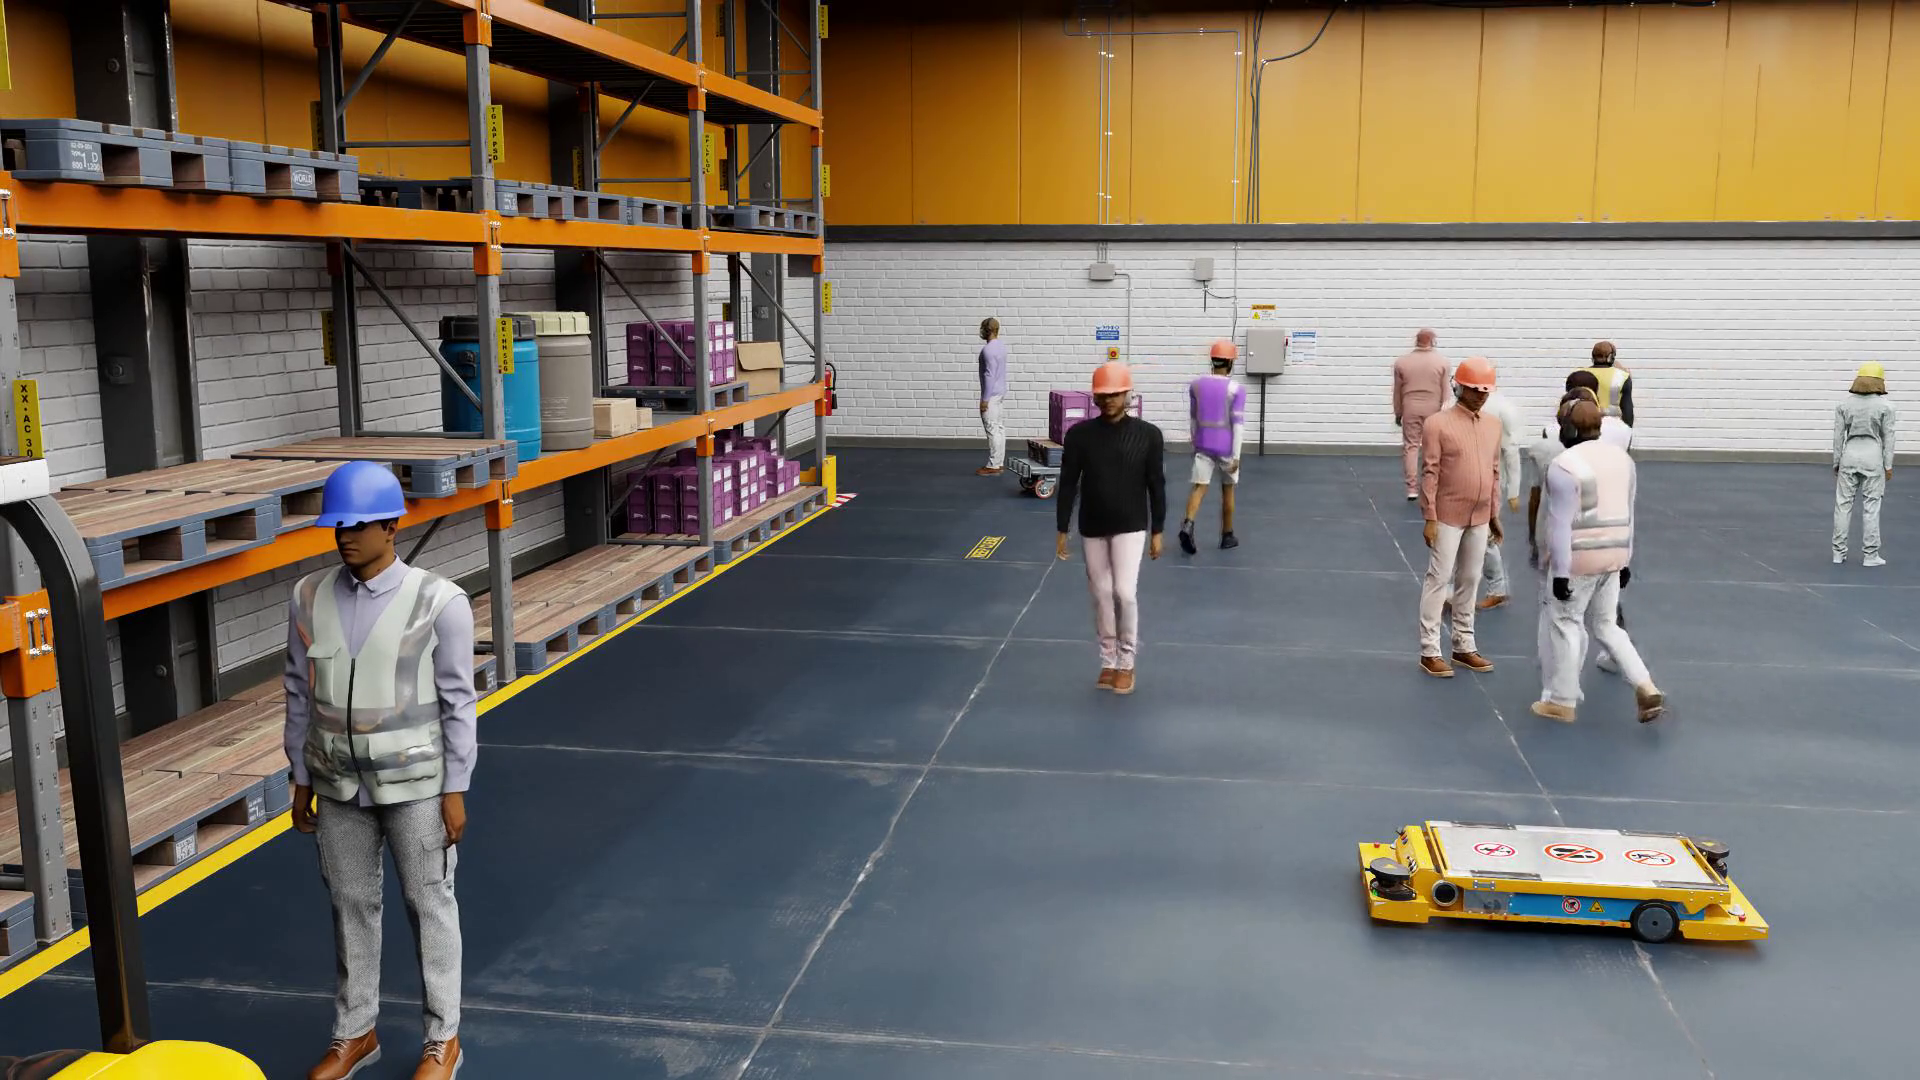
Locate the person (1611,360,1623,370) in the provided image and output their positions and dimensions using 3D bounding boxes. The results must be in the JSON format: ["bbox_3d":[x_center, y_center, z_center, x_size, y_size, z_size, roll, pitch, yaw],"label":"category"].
[{"bbox_3d":[6.514,-0.996,16.646,0.406,1.617,0.531,7,12,37],"label":"person"}]

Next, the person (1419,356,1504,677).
[{"bbox_3d":[3.124,-0.147,10.324,0.611,1.985,0.393,-4,10,-25],"label":"person"}]

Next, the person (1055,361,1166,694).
[{"bbox_3d":[0.868,-0.062,9.825,0.635,1.970,0.600,3,10,19],"label":"person"}]

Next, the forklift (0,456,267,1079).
[{"bbox_3d":[-2.328,0.975,2.765,2.313,2.155,1.214,1,9,9],"label":"forklift"}]

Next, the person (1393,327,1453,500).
[{"bbox_3d":[5.123,-1.398,18.357,0.664,1.870,0.886,5,10,26],"label":"person"}]

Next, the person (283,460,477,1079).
[{"bbox_3d":[-1.761,0.725,5.063,0.603,1.949,0.384,1,9,8],"label":"person"}]

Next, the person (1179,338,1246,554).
[{"bbox_3d":[2.254,-0.828,14.751,0.544,1.914,0.870,5,11,29],"label":"person"}]

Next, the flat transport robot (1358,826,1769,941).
[{"bbox_3d":[2.325,1.321,6.541,1.431,0.197,0.652,1,9,9],"label":"flat transport robot"}]

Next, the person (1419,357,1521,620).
[{"bbox_3d":[3.668,-0.376,12.042,1.018,1.882,0.644,-5,11,-29],"label":"person"}]

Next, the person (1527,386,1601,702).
[{"bbox_3d":[3.502,0.041,9.590,0.515,1.849,0.383,6,11,34],"label":"person"}]

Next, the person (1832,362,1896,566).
[{"bbox_3d":[7.707,-0.649,14.187,0.305,1.737,0.484,-9,13,-43],"label":"person"}]

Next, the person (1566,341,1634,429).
[{"bbox_3d":[6.127,-0.981,15.934,0.619,1.837,0.430,7,12,37],"label":"person"}]

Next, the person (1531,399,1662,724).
[{"bbox_3d":[3.514,0.139,9.105,0.641,1.812,0.674,-5,11,-30],"label":"person"}]

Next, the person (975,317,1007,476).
[{"bbox_3d":[0.384,-1.754,20.375,0.357,1.938,0.637,3,10,15],"label":"person"}]

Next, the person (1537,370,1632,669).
[{"bbox_3d":[3.995,-0.134,10.605,0.649,1.885,0.836,-1,9,-4],"label":"person"}]
